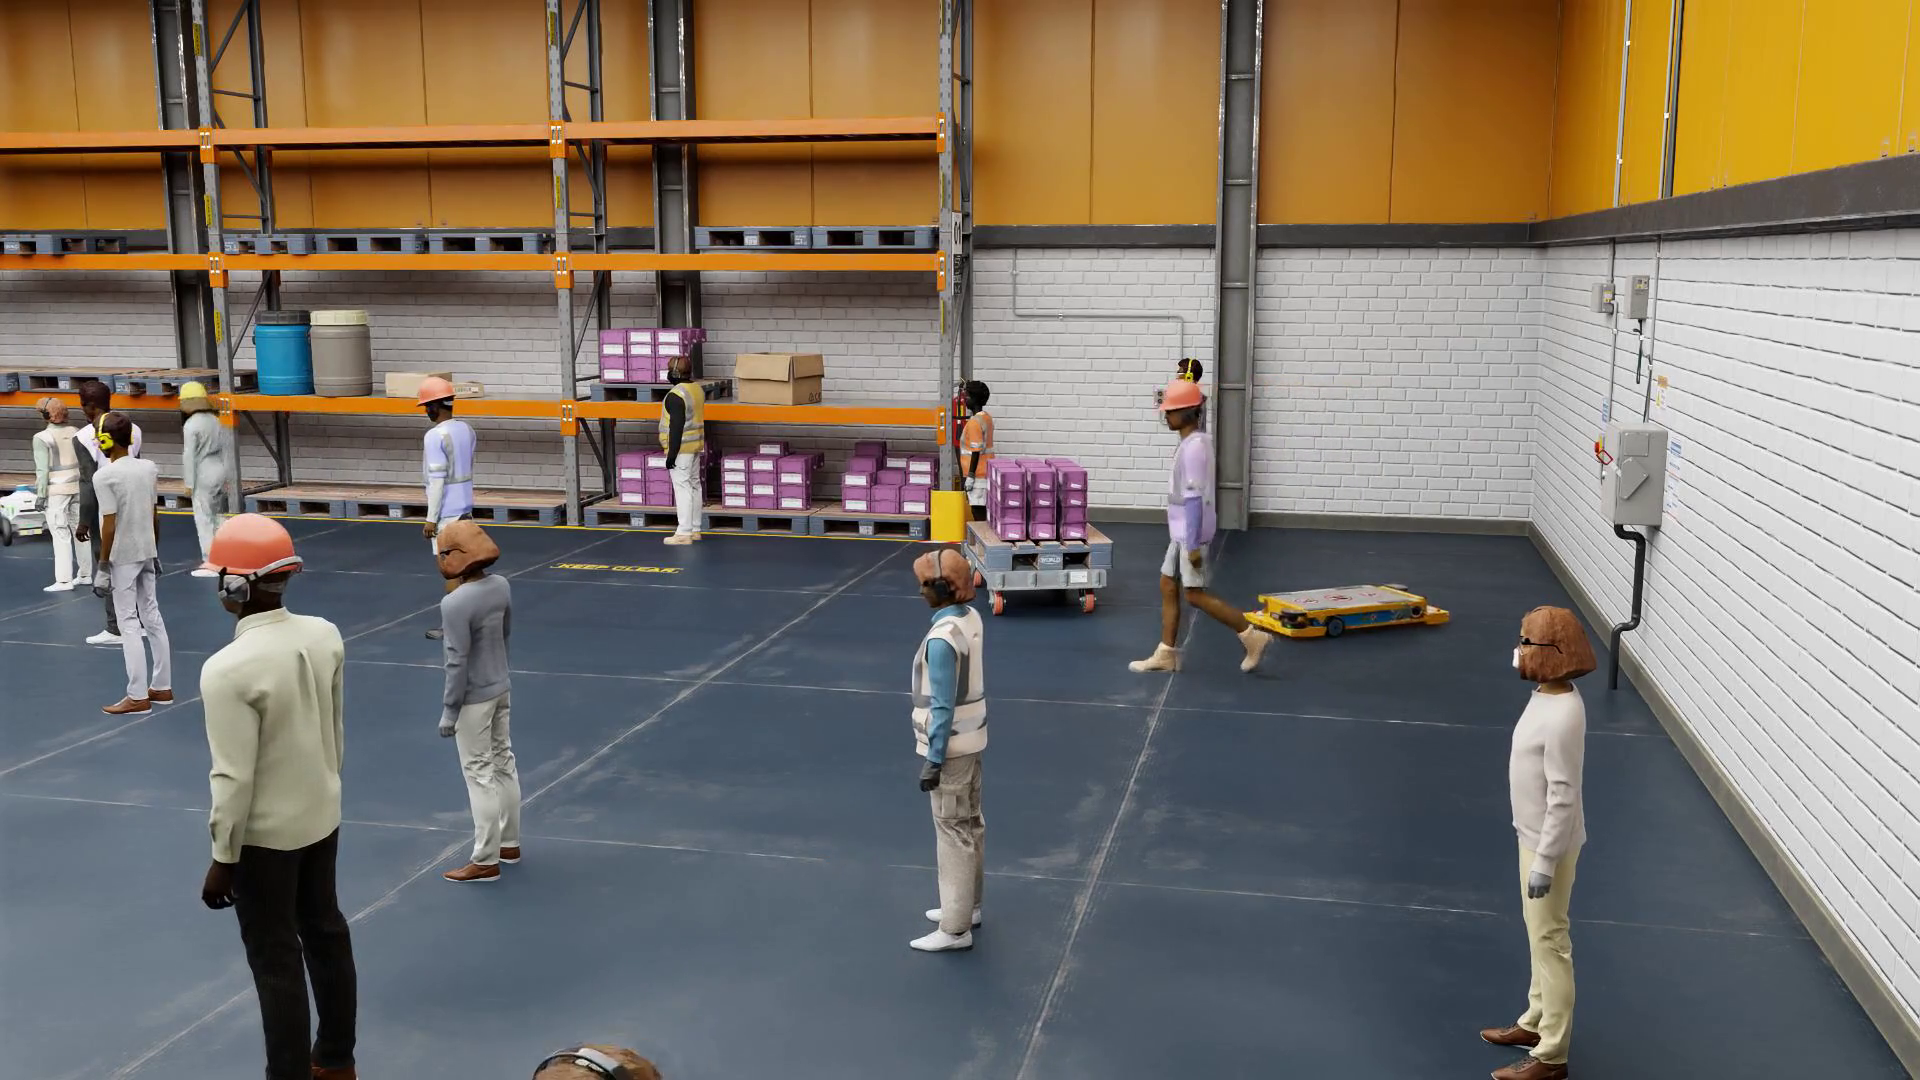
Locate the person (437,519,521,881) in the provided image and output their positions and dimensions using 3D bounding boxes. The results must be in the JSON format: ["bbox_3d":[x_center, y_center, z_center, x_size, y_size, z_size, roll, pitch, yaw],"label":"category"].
[{"bbox_3d":[-2.170,0.716,7.468,0.285,1.633,0.498,2,10,13],"label":"person"}]

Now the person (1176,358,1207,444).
[{"bbox_3d":[2.123,-0.752,15.462,0.329,1.873,0.514,2,10,13],"label":"person"}]

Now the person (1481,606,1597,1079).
[{"bbox_3d":[1.963,1.027,5.627,0.281,1.634,0.498,2,10,13],"label":"person"}]

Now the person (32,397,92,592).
[{"bbox_3d":[-7.539,-0.384,13.960,0.309,1.641,0.513,2,10,13],"label":"person"}]

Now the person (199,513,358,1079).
[{"bbox_3d":[-2.178,0.903,5.291,0.378,1.995,0.609,2,10,13],"label":"person"}]

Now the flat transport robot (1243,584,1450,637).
[{"bbox_3d":[2.934,0.525,12.625,1.431,0.197,0.652,-4,10,-22],"label":"flat transport robot"}]

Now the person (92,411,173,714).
[{"bbox_3d":[-5.107,0.141,10.199,0.329,1.865,0.514,2,10,13],"label":"person"}]

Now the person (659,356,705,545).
[{"bbox_3d":[-2.726,-0.876,16.283,0.429,1.845,0.622,2,10,13],"label":"person"}]

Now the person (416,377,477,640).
[{"bbox_3d":[-3.766,-0.229,12.195,0.370,1.928,0.543,2,10,13],"label":"person"}]

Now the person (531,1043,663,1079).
[{"bbox_3d":[-0.442,1.501,2.262,0.526,1.827,0.704,6,11,30],"label":"person"}]

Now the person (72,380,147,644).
[{"bbox_3d":[-6.155,-0.200,12.069,0.392,1.914,0.588,2,10,13],"label":"person"}]

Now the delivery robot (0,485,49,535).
[{"bbox_3d":[-9.243,-0.303,16.416,0.477,0.478,0.707,-7,12,-37],"label":"delivery robot"}]

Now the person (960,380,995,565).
[{"bbox_3d":[0.158,-0.588,15.007,0.319,1.697,0.533,2,10,13],"label":"person"}]

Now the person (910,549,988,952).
[{"bbox_3d":[-0.039,0.841,6.714,0.309,1.640,0.513,2,10,13],"label":"person"}]

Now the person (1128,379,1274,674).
[{"bbox_3d":[1.613,-0.050,11.008,0.883,1.984,0.606,1,10,6],"label":"person"}]

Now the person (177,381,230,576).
[{"bbox_3d":[-6.598,-0.533,14.584,0.446,1.720,0.518,1,10,5],"label":"person"}]
